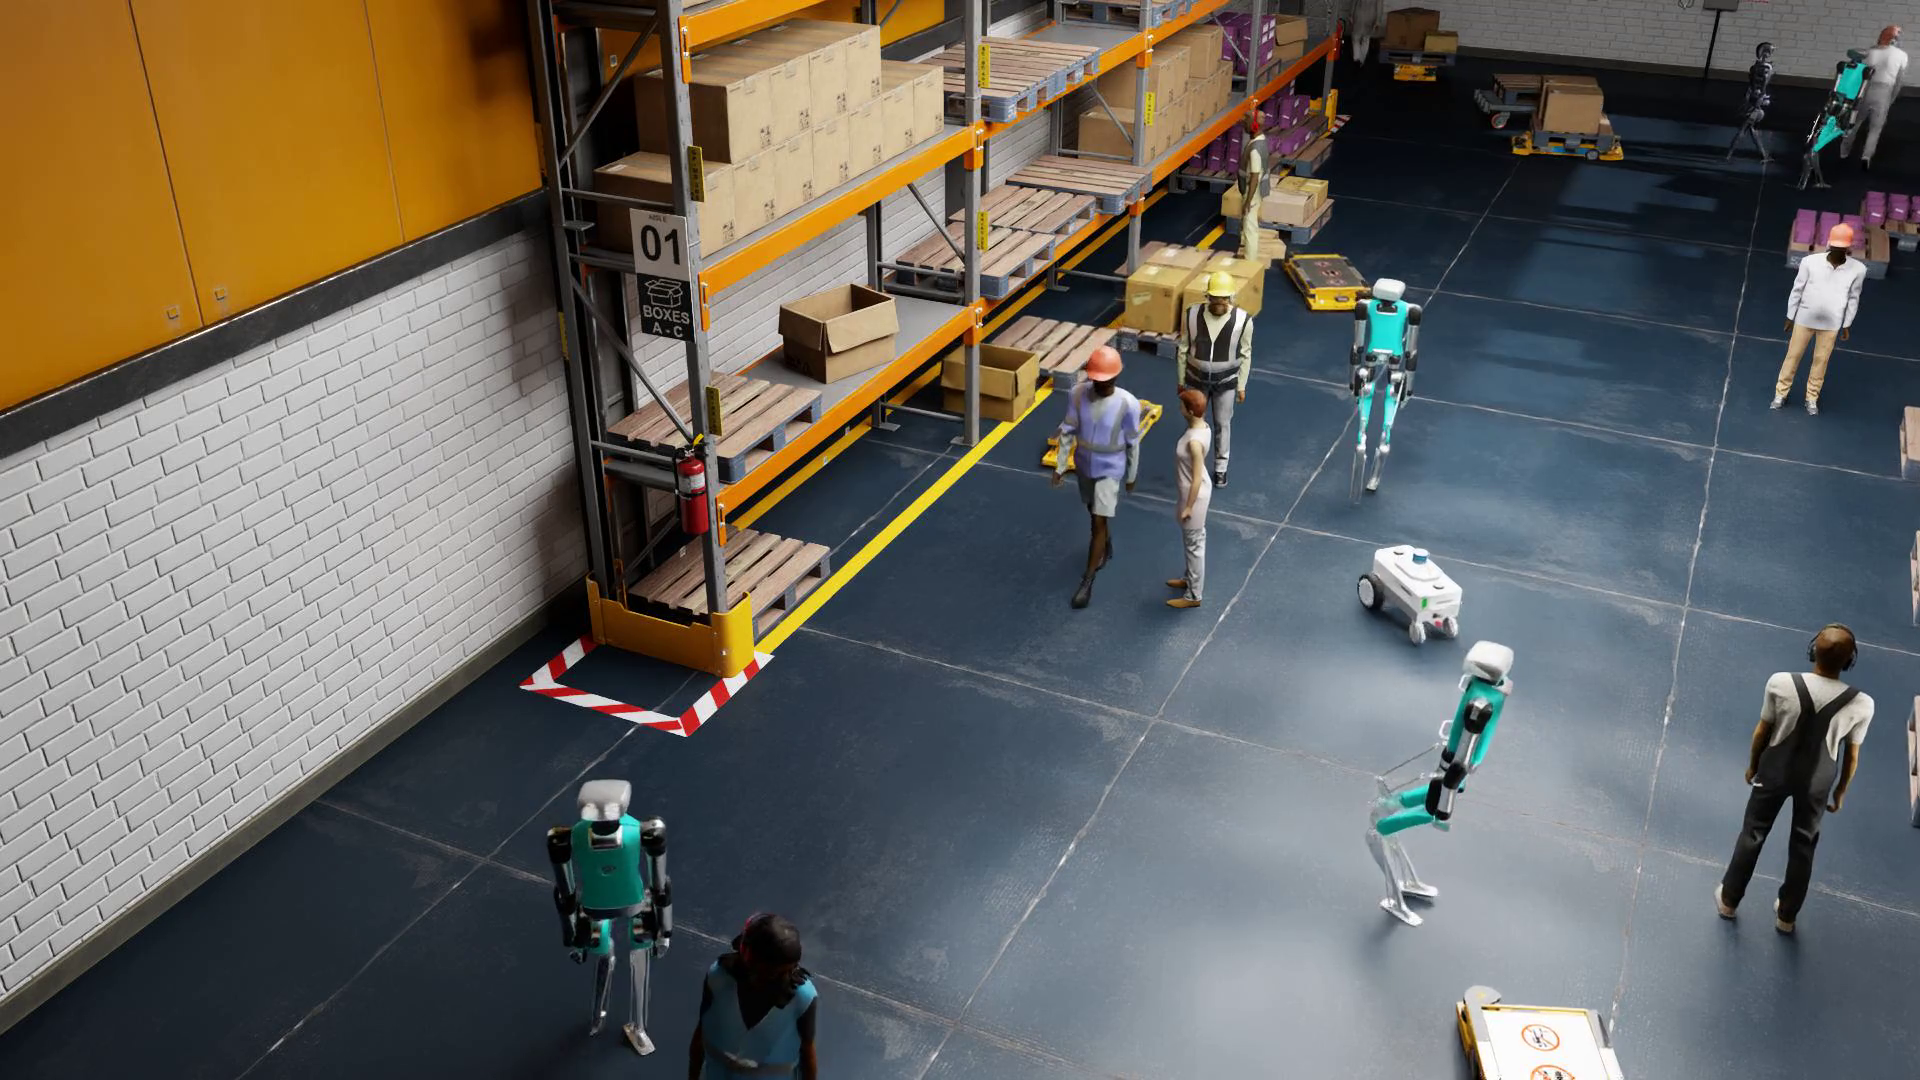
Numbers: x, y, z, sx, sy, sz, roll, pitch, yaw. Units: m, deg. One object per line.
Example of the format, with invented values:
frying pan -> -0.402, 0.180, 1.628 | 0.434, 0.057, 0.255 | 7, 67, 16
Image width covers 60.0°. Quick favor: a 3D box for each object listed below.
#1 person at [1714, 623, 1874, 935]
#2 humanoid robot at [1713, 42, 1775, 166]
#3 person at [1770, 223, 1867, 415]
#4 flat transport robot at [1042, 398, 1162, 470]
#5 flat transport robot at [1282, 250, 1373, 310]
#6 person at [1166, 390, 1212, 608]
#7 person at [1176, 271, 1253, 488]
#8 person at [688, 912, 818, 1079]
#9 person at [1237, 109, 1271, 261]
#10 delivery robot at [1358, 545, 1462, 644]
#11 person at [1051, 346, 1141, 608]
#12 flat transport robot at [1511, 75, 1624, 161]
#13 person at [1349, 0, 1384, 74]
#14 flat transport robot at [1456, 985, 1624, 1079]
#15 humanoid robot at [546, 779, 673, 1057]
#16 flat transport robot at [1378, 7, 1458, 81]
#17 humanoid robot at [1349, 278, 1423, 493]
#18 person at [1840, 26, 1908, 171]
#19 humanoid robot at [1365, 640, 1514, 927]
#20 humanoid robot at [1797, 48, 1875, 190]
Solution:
person -> 4.397, 1.259, 8.747 | 0.502, 1.839, 0.338 | 12, 31, 21
humanoid robot -> 10.503, -5.745, 21.955 | 0.789, 1.627, 0.605 | 3, 28, 6
person -> 7.659, -1.971, 14.816 | 0.562, 1.752, 0.325 | 12, 31, 21
flat transport robot -> 1.258, -0.955, 14.498 | 0.659, 0.231, 1.431 | 11, 30, 19
flat transport robot -> 3.950, -2.798, 17.916 | 0.659, 0.231, 1.431 | -1, 28, -3
person -> 1.638, -0.295, 11.809 | 0.286, 1.656, 0.442 | 5, 29, 9
person -> 2.041, -1.301, 13.490 | 0.595, 1.836, 0.404 | 7, 29, 13
person -> -0.855, 2.267, 6.880 | 0.559, 1.828, 0.597 | 9, 30, 16
person -> 3.169, -3.739, 18.000 | 0.373, 1.843, 0.569 | 6, 29, 10
delivery robot -> 3.220, 0.344, 11.810 | 0.499, 0.614, 0.815 | -9, 30, -16
person -> 0.987, -0.518, 11.984 | 0.554, 1.890, 0.920 | 17, 32, 28
flat transport robot -> 8.301, -5.399, 22.739 | 1.431, 0.231, 0.659 | 7, 29, 13
person -> 6.509, -8.396, 26.683 | 0.526, 1.796, 0.717 | 5, 29, 9
flat transport robot -> 2.785, 2.674, 7.769 | 0.659, 0.231, 1.431 | 2, 28, 4
humanoid robot -> -1.625, 1.777, 7.959 | 0.540, 1.833, 0.814 | -4, 29, -8
flat transport robot -> 7.398, -7.703, 27.012 | 0.659, 0.231, 1.431 | 7, 29, 12
humanoid robot -> 3.331, -1.105, 13.358 | 0.551, 1.910, 0.714 | 11, 30, 20
person -> 11.985, -5.820, 21.857 | 0.625, 1.840, 0.910 | 17, 33, 28
humanoid robot -> 2.446, 1.257, 8.817 | 0.747, 1.746, 0.541 | 13, 31, 23
humanoid robot -> 10.906, -5.203, 20.955 | 0.781, 1.894, 0.558 | -9, 30, -16
